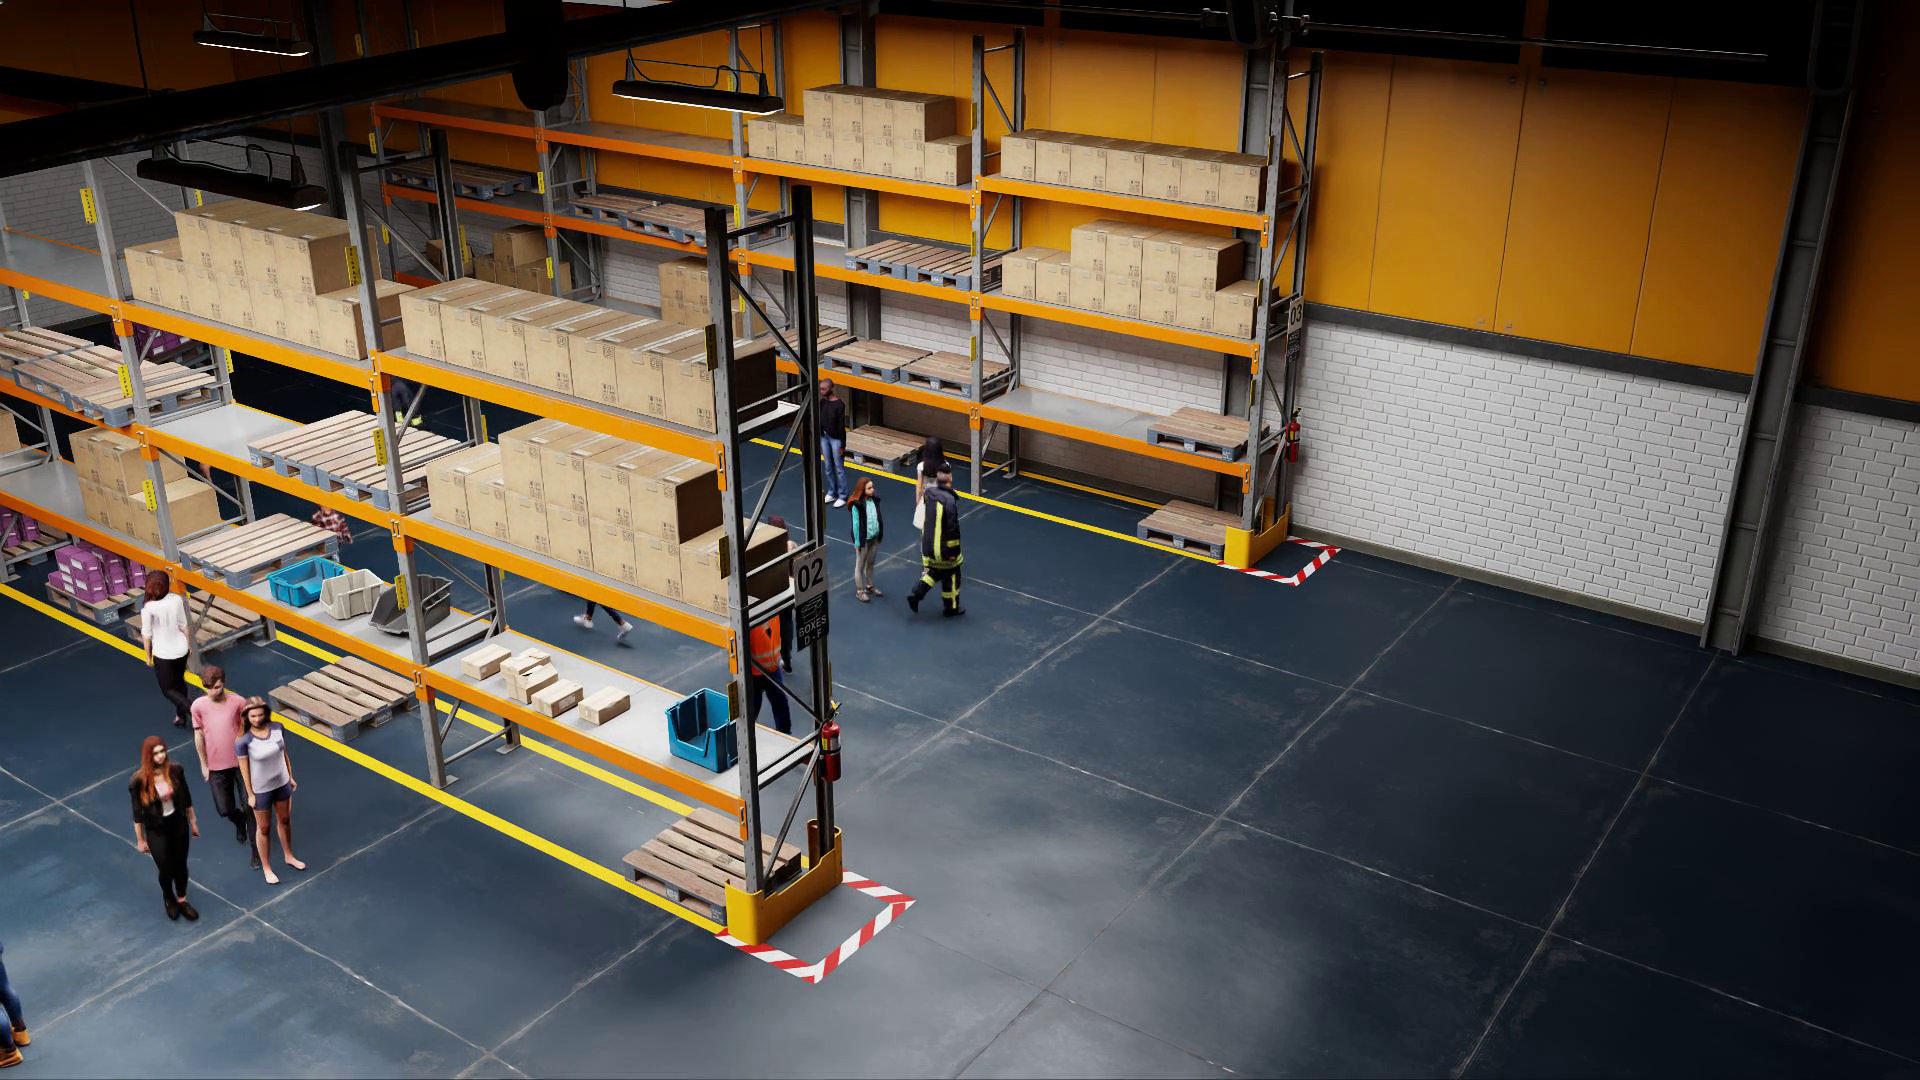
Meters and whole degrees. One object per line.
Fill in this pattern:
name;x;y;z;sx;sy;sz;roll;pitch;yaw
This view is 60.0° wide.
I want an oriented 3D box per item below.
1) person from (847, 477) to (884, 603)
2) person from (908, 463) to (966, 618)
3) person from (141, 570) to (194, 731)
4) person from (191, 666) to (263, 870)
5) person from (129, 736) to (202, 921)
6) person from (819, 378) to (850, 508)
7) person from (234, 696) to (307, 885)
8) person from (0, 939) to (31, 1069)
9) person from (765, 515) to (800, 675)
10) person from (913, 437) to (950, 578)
person;-1.093;-0.033;19.304;0.601;1.500;0.590;19;30;37
person;-0.273;0.032;18.717;0.967;1.852;0.950;-18;29;-35
person;-7.655;1.157;16.248;1.012;1.769;0.652;14;27;28
person;-6.280;1.889;14.355;0.894;1.942;0.976;-8;25;-18
person;-6.547;2.335;13.634;0.626;1.703;0.635;20;31;38
person;-1.667;-1.308;21.920;0.470;1.743;0.658;14;27;29
person;-5.896;2.087;14.168;0.548;1.730;0.596;18;29;35
person;-7.056;3.041;12.008;0.714;1.712;0.673;-2;24;-5
person;-1.855;0.607;17.520;0.765;1.757;0.812;-10;25;-21
person;-0.306;-0.376;19.751;0.778;1.771;0.835;-4;24;-10
